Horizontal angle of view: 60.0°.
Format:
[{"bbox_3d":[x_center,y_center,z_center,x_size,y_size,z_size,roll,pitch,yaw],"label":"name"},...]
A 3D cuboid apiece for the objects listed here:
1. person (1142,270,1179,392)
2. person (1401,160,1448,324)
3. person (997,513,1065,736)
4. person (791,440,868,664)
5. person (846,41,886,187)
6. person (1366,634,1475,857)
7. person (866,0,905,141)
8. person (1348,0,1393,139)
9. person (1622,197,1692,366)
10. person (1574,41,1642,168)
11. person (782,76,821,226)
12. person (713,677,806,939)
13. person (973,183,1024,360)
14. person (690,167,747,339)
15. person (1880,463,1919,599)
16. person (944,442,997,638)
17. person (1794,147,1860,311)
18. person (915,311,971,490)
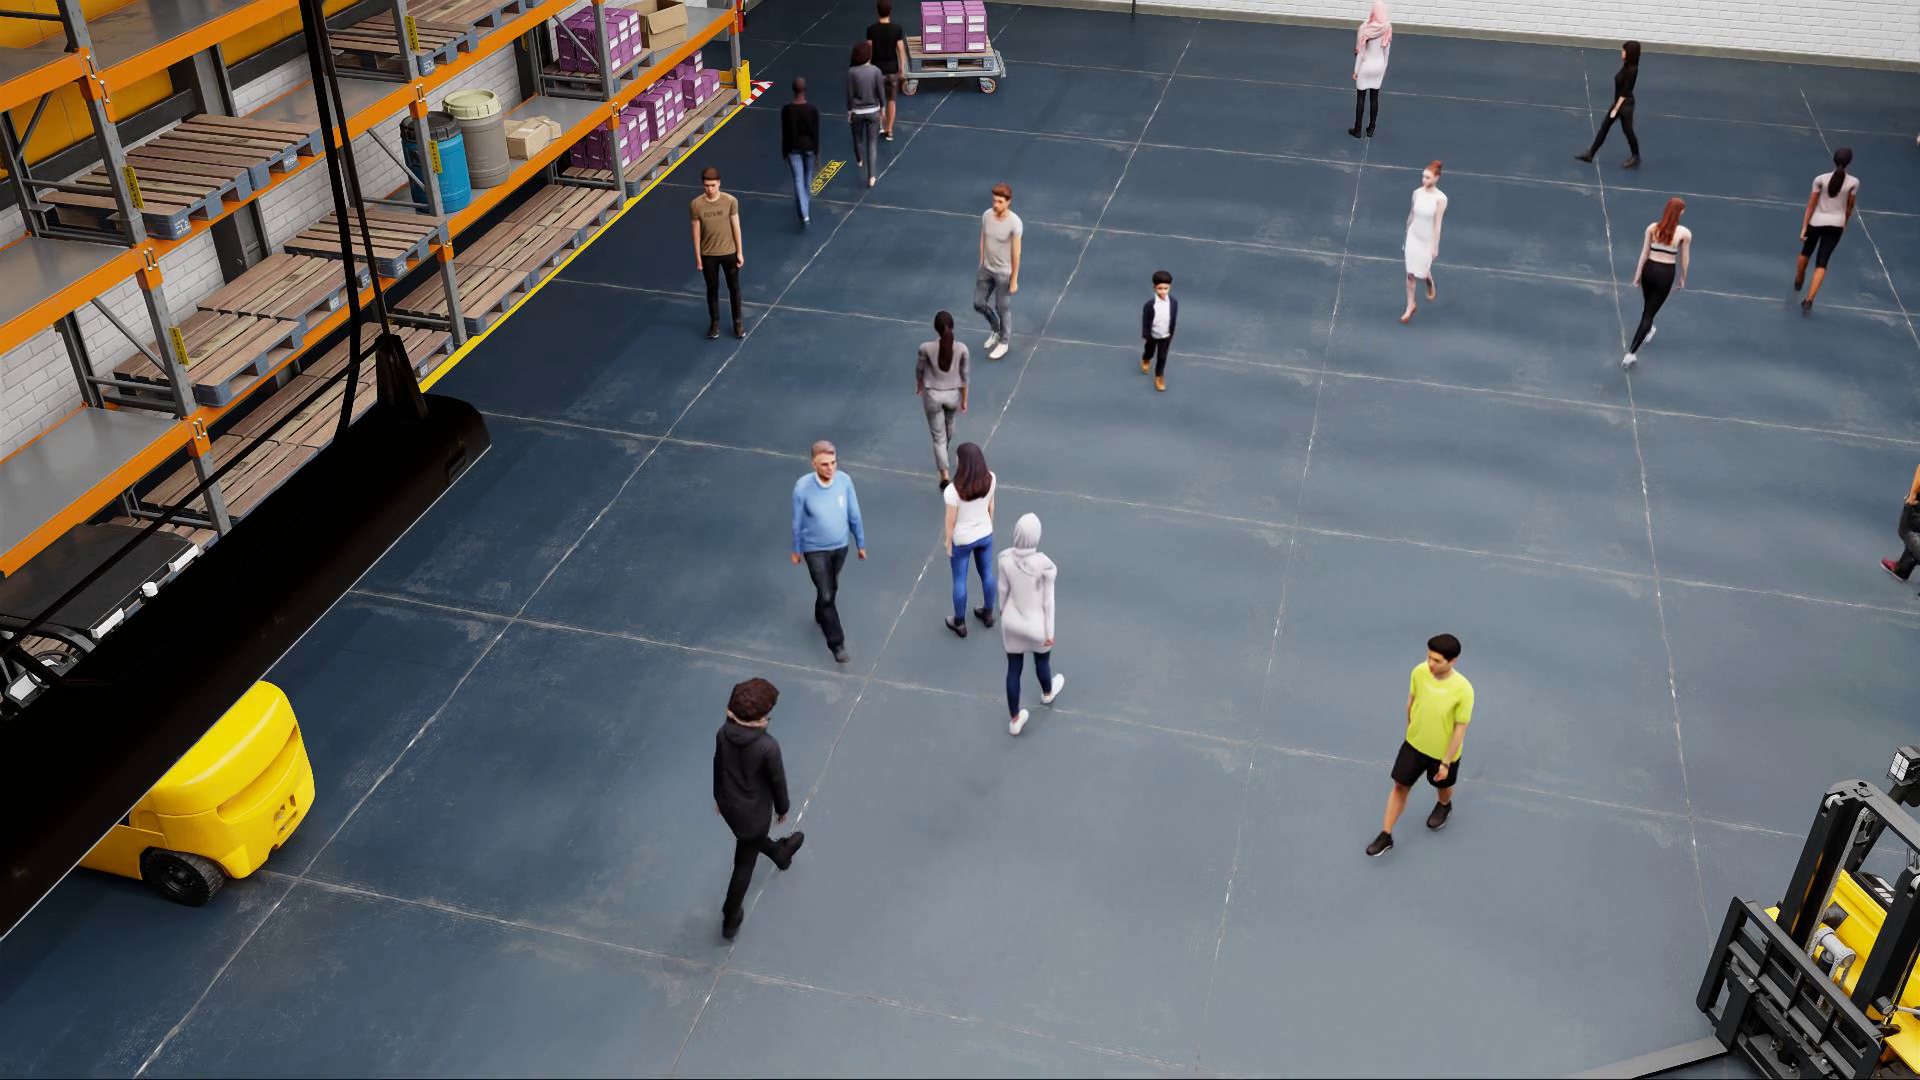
[{"bbox_3d":[1.954,-2.107,16.441,0.680,1.215,0.831,-5,34,-8],"label":"person"},{"bbox_3d":[4.911,-3.124,17.463,0.889,1.778,0.793,-26,42,-34],"label":"person"},{"bbox_3d":[0.437,0.640,11.815,0.739,1.761,0.948,15,37,22],"label":"person"},{"bbox_3d":[-1.065,-0.020,12.781,1.063,1.791,1.127,-17,37,-24],"label":"person"},{"bbox_3d":[-1.173,-5.284,20.768,0.850,1.716,1.171,-2,34,-2],"label":"person"},{"bbox_3d":[3.154,1.296,10.915,0.935,1.664,1.164,26,42,34],"label":"person"},{"bbox_3d":[-0.985,-6.189,22.005,0.794,1.853,0.792,-7,34,-10],"label":"person"},{"bbox_3d":[5.478,-6.275,22.178,0.722,1.804,0.731,-5,34,-8],"label":"person"},{"bbox_3d":[6.969,-2.553,16.682,0.902,1.691,1.280,21,39,28],"label":"person"},{"bbox_3d":[8.548,-5.522,21.227,0.796,1.604,1.055,2,34,3],"label":"person"},{"bbox_3d":[-1.884,-4.577,19.705,0.911,1.715,1.208,-5,34,-7],"label":"person"},{"bbox_3d":[-1.366,1.698,10.266,0.837,1.713,1.220,16,37,23],"label":"person"},{"bbox_3d":[0.452,-2.741,16.795,0.789,1.878,0.795,24,40,31],"label":"person"},{"bbox_3d":[-2.488,-2.980,17.181,0.738,1.850,0.713,-5,34,-8],"label":"person"},{"bbox_3d":[7.846,-0.348,13.274,0.923,1.791,1.060,-9,35,-13],"label":"person"},{"bbox_3d":[0.089,0.001,12.849,0.667,1.680,0.722,-16,37,-23],"label":"person"},{"bbox_3d":[9.238,-3.289,17.775,0.759,1.706,1.187,15,36,21],"label":"person"},{"bbox_3d":[-0.154,-1.174,14.666,0.917,1.625,1.184,-5,34,-7],"label":"person"}]
